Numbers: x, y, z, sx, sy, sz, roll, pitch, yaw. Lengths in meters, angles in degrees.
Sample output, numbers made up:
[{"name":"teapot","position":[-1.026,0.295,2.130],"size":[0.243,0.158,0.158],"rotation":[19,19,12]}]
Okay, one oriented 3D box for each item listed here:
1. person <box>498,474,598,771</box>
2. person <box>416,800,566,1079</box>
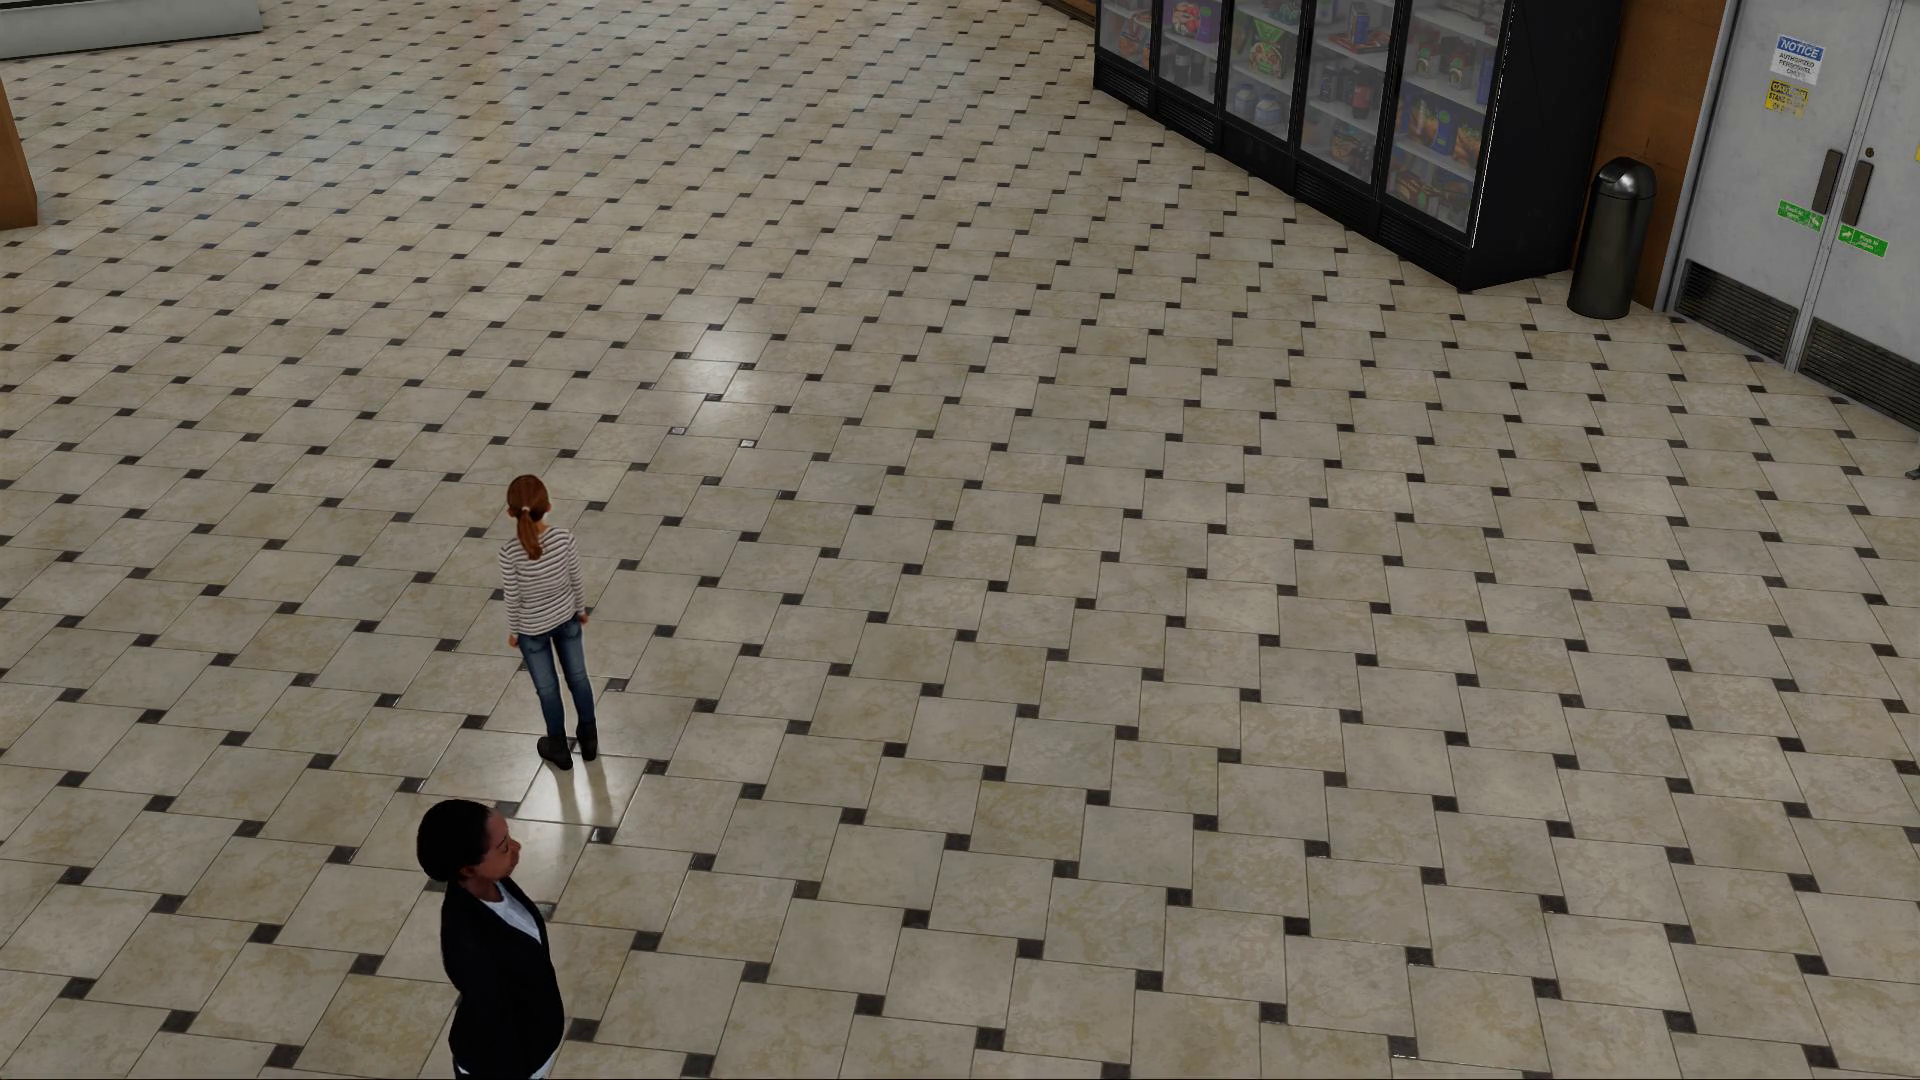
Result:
[{"name":"person","position":[-1.637,0.334,6.612],"size":[0.440,1.315,0.559],"rotation":[-19,37,-27]},{"name":"person","position":[-1.193,1.407,4.397],"size":[0.591,1.832,0.640],"rotation":[-7,33,-11]}]
